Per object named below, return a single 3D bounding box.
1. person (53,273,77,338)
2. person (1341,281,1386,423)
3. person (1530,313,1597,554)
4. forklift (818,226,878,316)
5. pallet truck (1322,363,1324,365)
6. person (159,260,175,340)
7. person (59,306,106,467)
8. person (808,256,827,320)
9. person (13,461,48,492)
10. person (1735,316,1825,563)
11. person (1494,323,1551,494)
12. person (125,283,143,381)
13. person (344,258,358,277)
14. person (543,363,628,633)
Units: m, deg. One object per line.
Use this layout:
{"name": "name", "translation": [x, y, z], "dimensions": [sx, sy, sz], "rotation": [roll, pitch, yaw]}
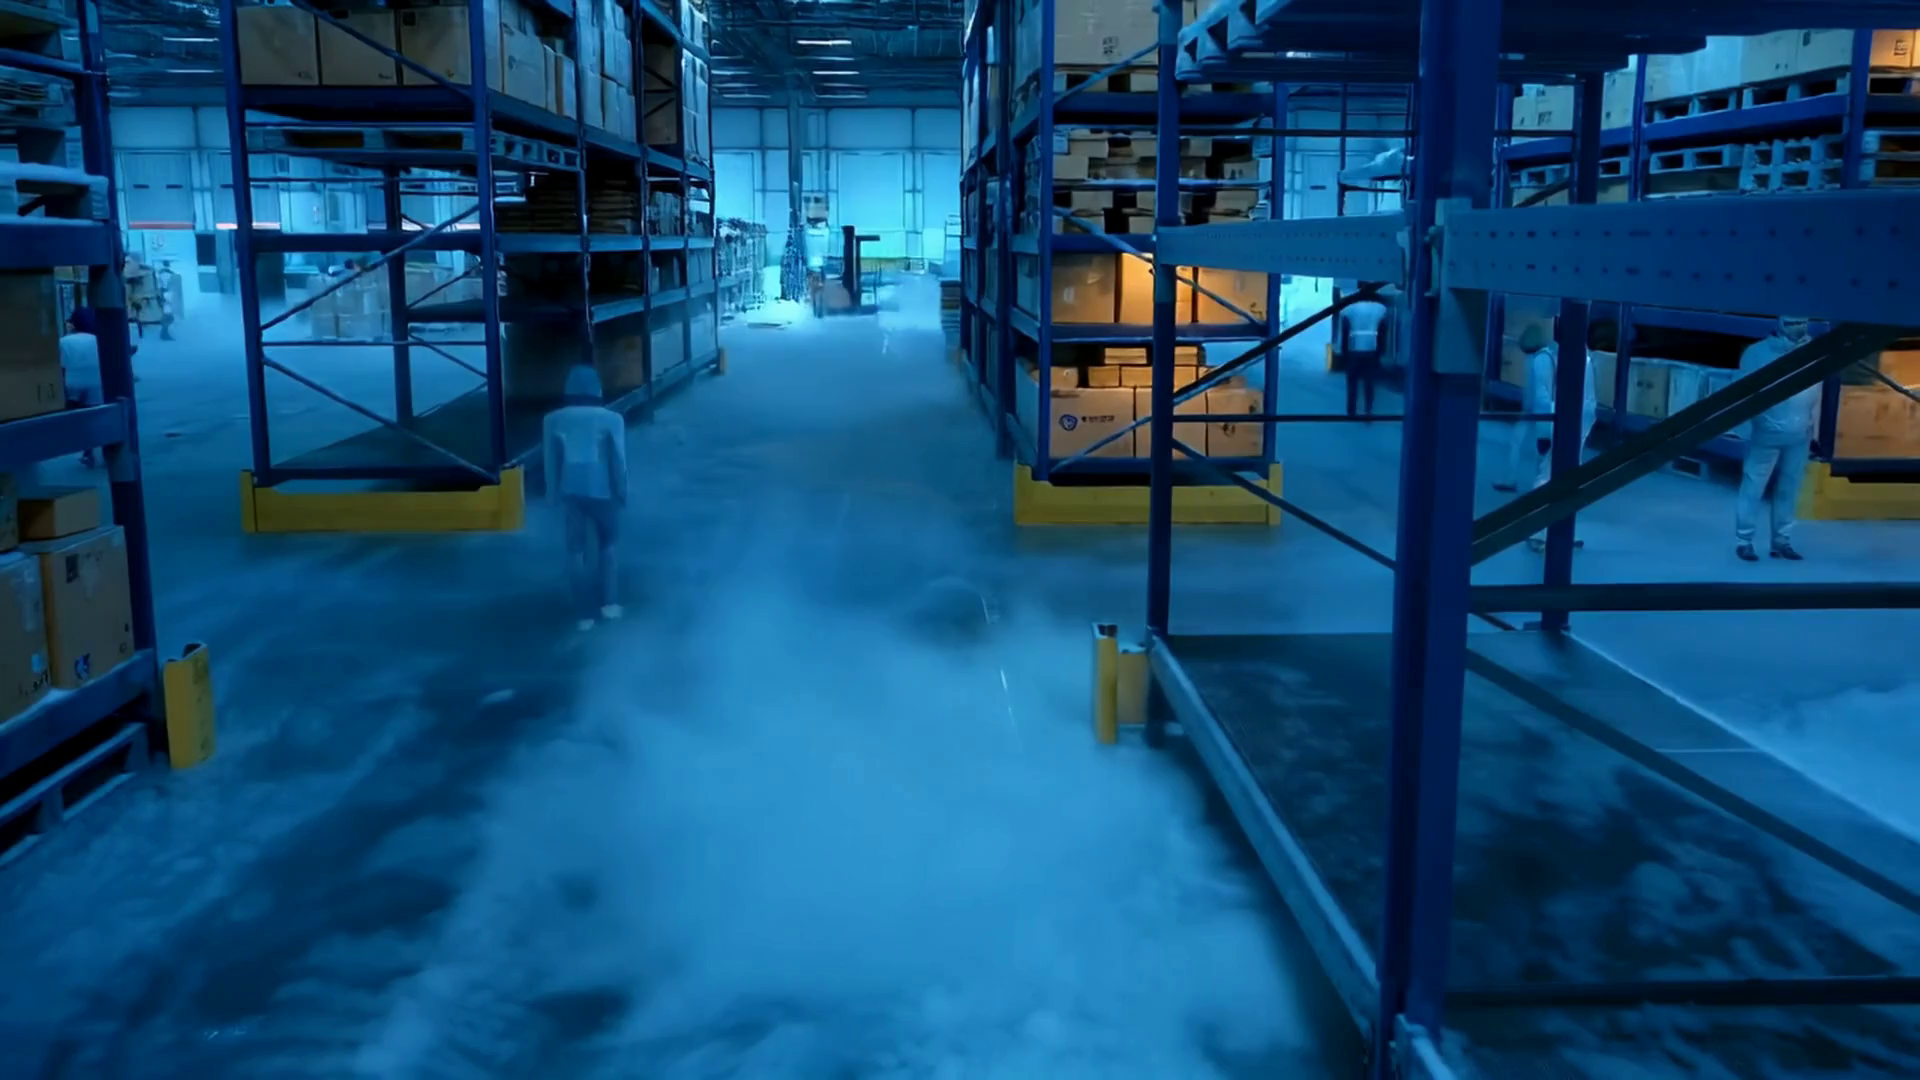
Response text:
{"name": "person", "translation": [-15.683, -3.746, 28.981], "dimensions": [0.530, 1.811, 0.590], "rotation": [6, 12, 28]}
{"name": "person", "translation": [5.265, -2.465, 21.679], "dimensions": [0.603, 1.875, 0.988], "rotation": [0, 10, 1]}
{"name": "person", "translation": [4.552, -0.811, 12.534], "dimensions": [0.636, 1.842, 0.429], "rotation": [-9, 13, -40]}
{"name": "forklift", "translation": [-3.523, -8.434, 52.106], "dimensions": [1.873, 2.768, 1.129], "rotation": [0, 10, -2]}
{"name": "pallet truck", "translation": [7.712, -4.157, 30.737], "dimensions": [1.885, 1.965, 0.823], "rotation": [3, 11, 16]}
{"name": "person", "translation": [-18.970, -5.745, 39.849], "dimensions": [0.437, 1.914, 0.689], "rotation": [-4, 11, -20]}
{"name": "person", "translation": [-9.038, -1.574, 17.230], "dimensions": [0.537, 1.687, 0.471], "rotation": [-6, 12, -30]}
{"name": "person", "translation": [-4.252, -7.522, 49.704], "dimensions": [0.594, 1.919, 0.388], "rotation": [-6, 12, -30]}
{"name": "person", "translation": [-7.118, -0.805, 12.365], "dimensions": [0.594, 1.885, 0.657], "rotation": [2, 10, 9]}
{"name": "person", "translation": [5.999, -0.775, 12.150], "dimensions": [0.645, 1.907, 0.400], "rotation": [-1, 10, -5]}
{"name": "person", "translation": [5.326, -1.186, 15.284], "dimensions": [0.482, 1.600, 0.747], "rotation": [-5, 11, -27]}
{"name": "person", "translation": [-14.145, -3.523, 28.101], "dimensions": [0.683, 1.674, 0.535], "rotation": [6, 12, 29]}
{"name": "person", "translation": [-18.166, -7.494, 49.727], "dimensions": [0.503, 1.861, 0.328], "rotation": [2, 10, 13]}
{"name": "person", "translation": [-2.258, -0.269, 10.123], "dimensions": [0.522, 1.609, 0.602], "rotation": [0, 10, 0]}
